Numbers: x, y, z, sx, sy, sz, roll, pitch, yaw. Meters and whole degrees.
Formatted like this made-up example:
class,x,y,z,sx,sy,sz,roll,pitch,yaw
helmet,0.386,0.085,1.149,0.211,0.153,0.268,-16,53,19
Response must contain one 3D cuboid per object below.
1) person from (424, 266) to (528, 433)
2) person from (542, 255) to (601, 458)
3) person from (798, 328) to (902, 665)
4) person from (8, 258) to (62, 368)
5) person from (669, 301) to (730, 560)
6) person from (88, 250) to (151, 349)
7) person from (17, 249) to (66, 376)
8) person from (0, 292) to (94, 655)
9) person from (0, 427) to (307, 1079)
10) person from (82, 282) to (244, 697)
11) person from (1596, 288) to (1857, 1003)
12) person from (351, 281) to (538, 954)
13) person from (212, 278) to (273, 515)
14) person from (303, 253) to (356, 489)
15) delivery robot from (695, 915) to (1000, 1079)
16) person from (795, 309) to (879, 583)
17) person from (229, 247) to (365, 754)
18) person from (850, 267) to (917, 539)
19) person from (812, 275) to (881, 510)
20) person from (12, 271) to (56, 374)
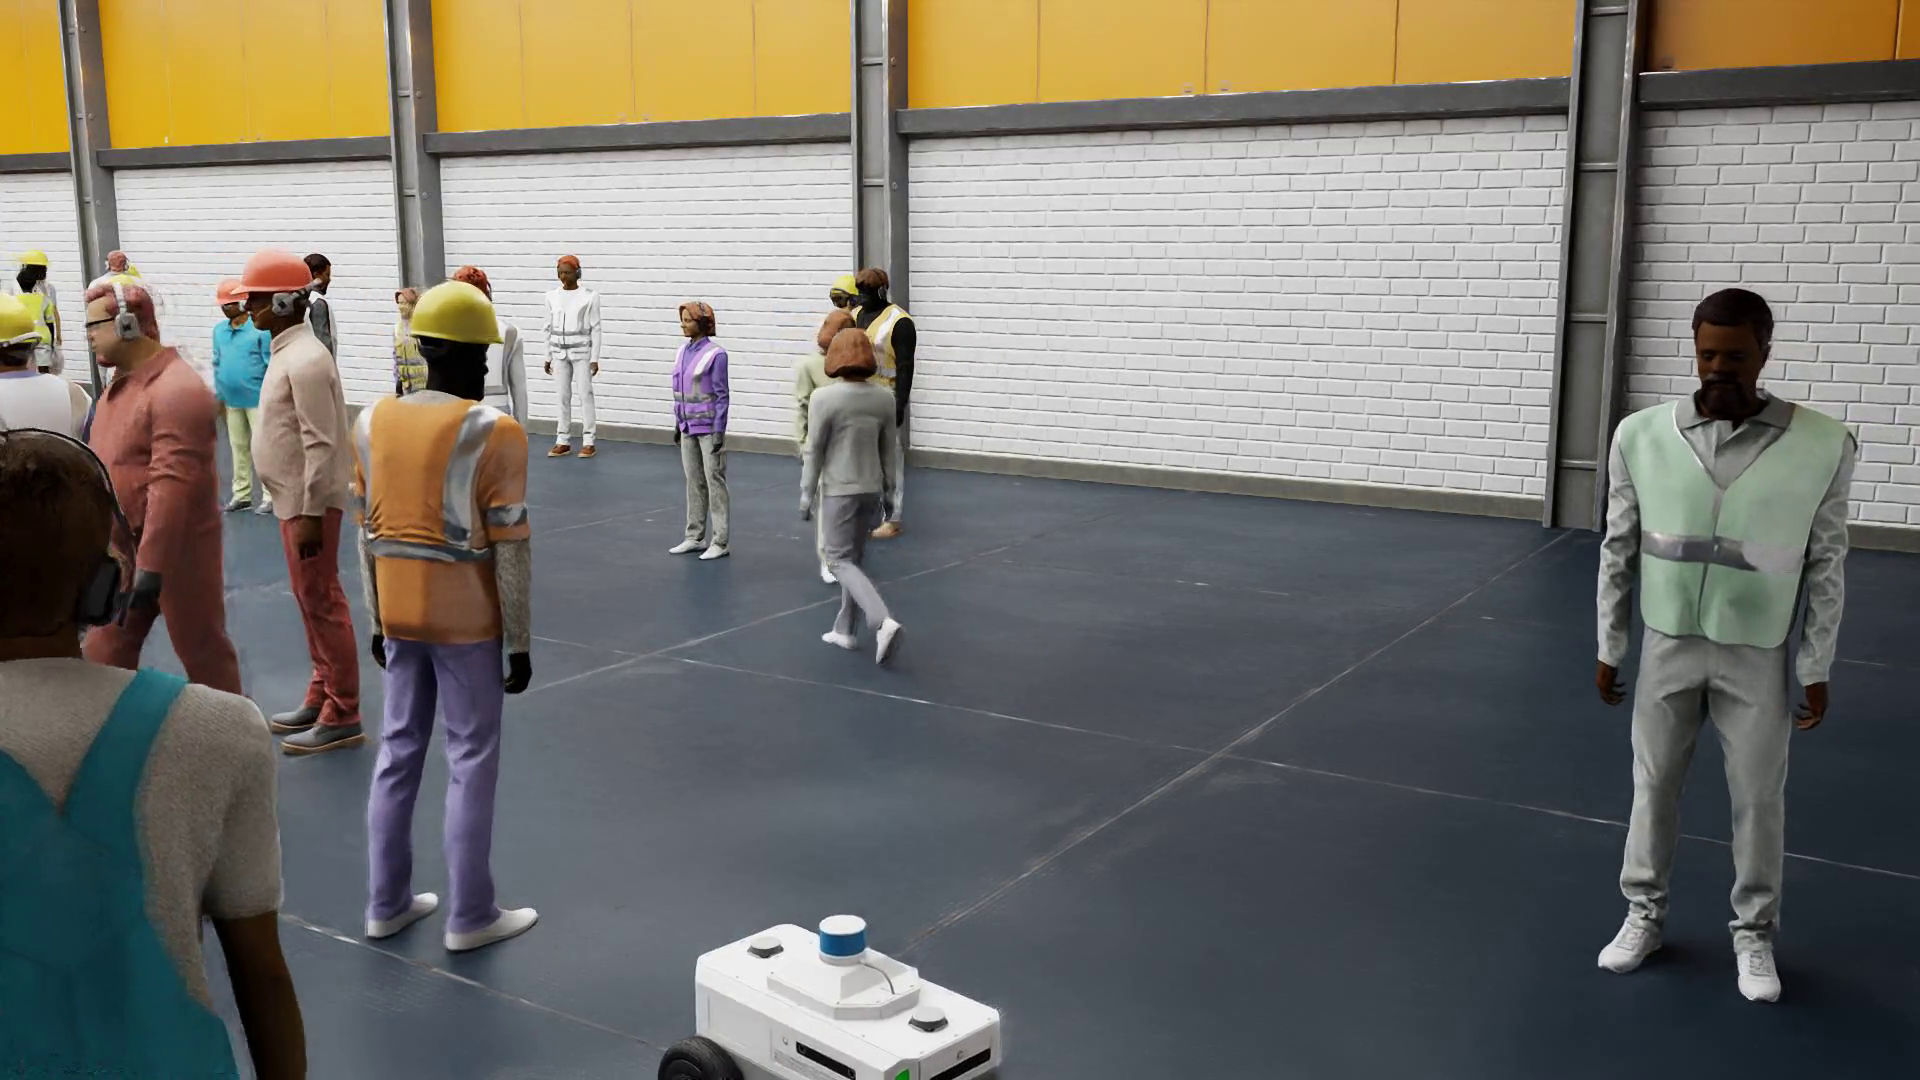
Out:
class,x,y,z,sx,sy,sz,roll,pitch,yaw
person,-2.735,-0.605,9.445,0.581,1.879,0.350,-8,13,-36
person,-3.620,-1.704,15.511,0.575,1.884,0.355,2,10,13
person,-0.486,-0.213,8.015,0.505,1.613,0.716,-9,13,-40
person,-11.026,-2.454,19.857,0.522,1.809,0.835,-5,12,-28
person,-1.649,-0.696,10.591,0.311,1.642,0.513,-10,14,-43
person,-9.223,-2.226,18.338,0.653,1.906,0.405,-6,12,-32
person,-10.923,-2.484,19.762,0.562,1.909,0.596,0,10,1
person,-3.497,0.001,6.188,0.404,1.837,0.593,4,11,23
person,-1.041,0.787,1.970,0.515,1.812,0.646,-8,13,-39
person,-2.890,0.059,5.777,0.634,1.870,0.786,8,13,36
person,2.023,0.284,4.466,0.598,1.903,0.413,6,12,30
person,-1.472,0.221,4.802,0.594,1.907,0.459,4,11,22
person,-5.287,-1.055,12.292,0.564,1.743,0.347,3,11,18
person,-5.221,-1.360,13.516,0.393,1.915,0.591,-8,13,-39
delivery robot,-0.251,1.060,3.613,0.707,0.478,0.477,9,14,42
person,-0.689,-0.549,9.857,0.502,1.613,0.607,-5,11,-24
person,-2.623,-0.153,6.606,0.396,1.992,0.622,-5,12,-27
person,-0.597,-0.935,11.370,0.627,1.843,0.429,8,13,38
person,-0.836,-1.074,12.365,0.523,1.761,0.328,2,10,12
person,-10.825,-2.303,19.424,0.543,1.664,0.446,-8,13,-39
